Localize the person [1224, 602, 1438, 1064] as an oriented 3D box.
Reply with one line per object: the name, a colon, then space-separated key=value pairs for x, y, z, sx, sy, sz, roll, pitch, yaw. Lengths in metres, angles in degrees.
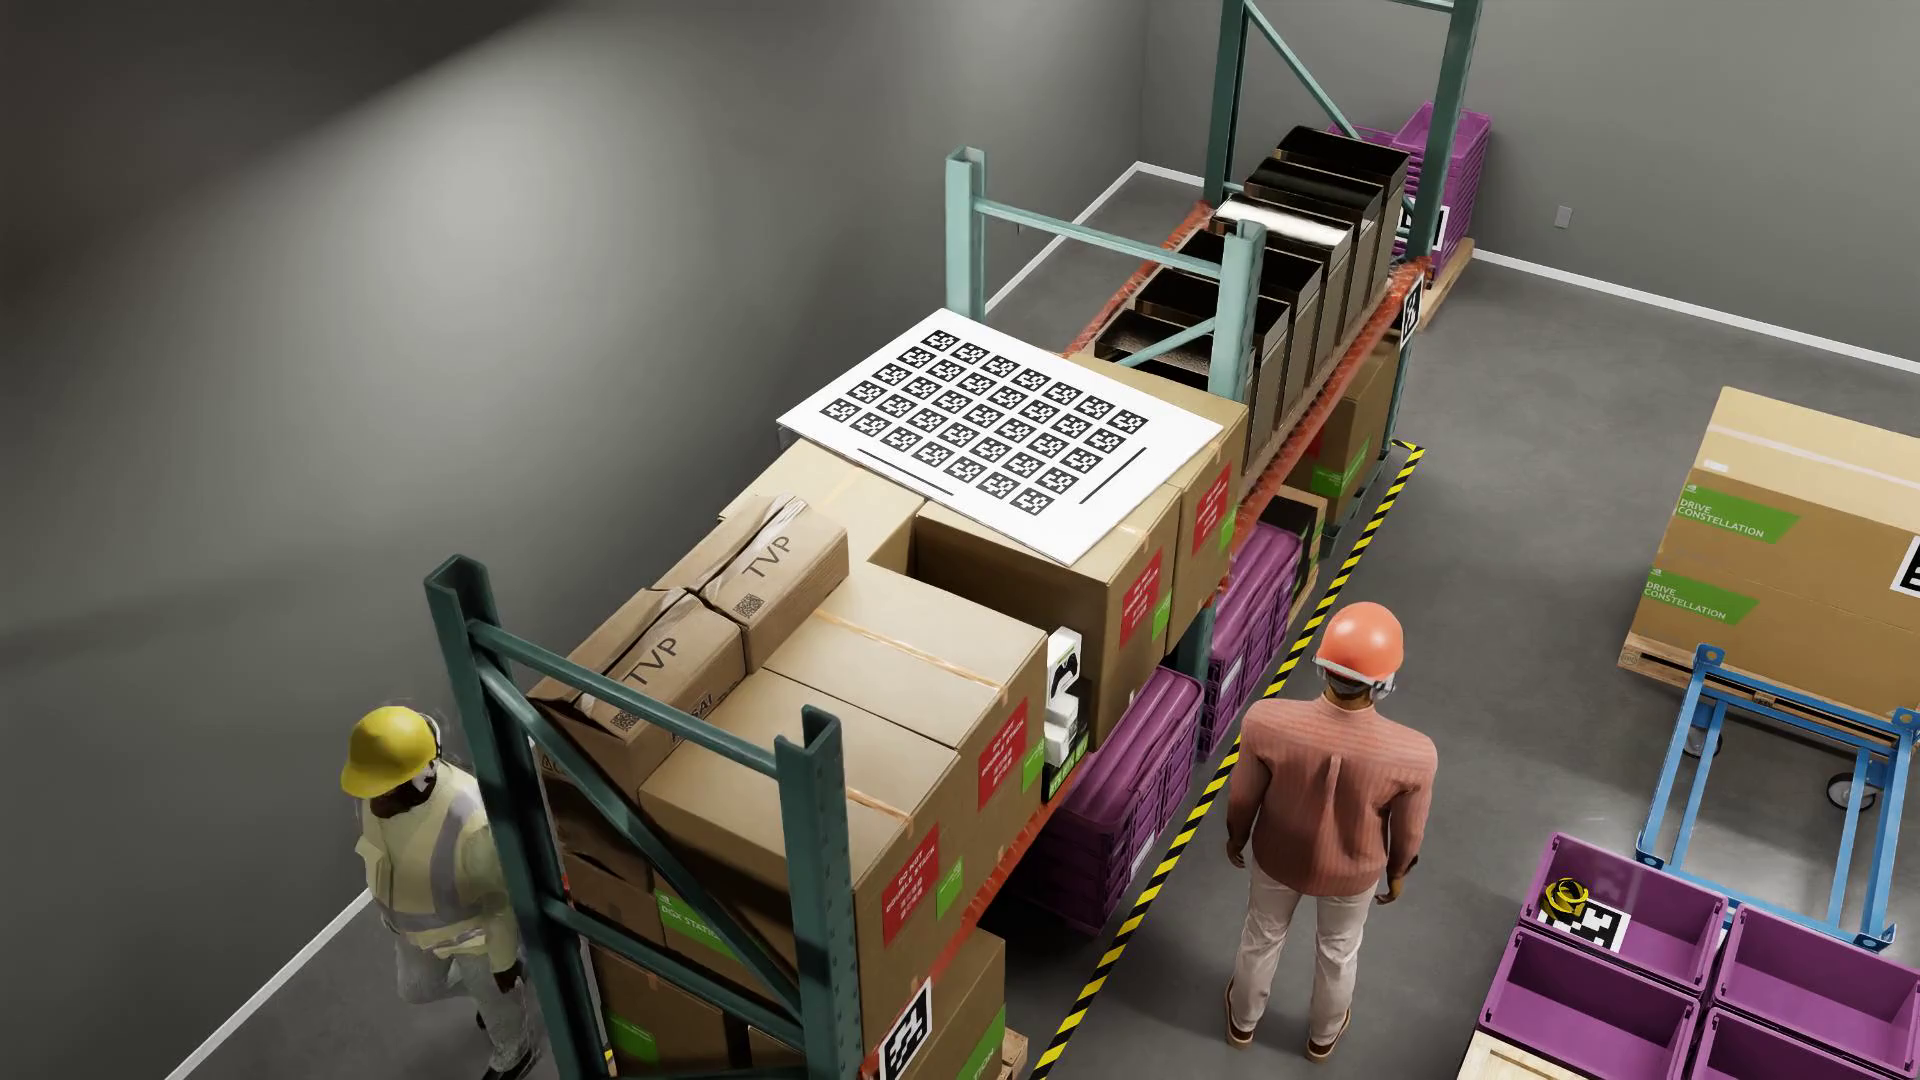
person: x=1.158 y=0.993 z=5.377 sx=0.613 sy=1.986 sz=0.389 roll=10 pitch=41 yaw=12

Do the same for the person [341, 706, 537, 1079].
person: x=-1.614 y=1.169 z=5.292 sx=0.598 sy=1.819 sz=0.424 roll=20 pitch=44 yaw=22
